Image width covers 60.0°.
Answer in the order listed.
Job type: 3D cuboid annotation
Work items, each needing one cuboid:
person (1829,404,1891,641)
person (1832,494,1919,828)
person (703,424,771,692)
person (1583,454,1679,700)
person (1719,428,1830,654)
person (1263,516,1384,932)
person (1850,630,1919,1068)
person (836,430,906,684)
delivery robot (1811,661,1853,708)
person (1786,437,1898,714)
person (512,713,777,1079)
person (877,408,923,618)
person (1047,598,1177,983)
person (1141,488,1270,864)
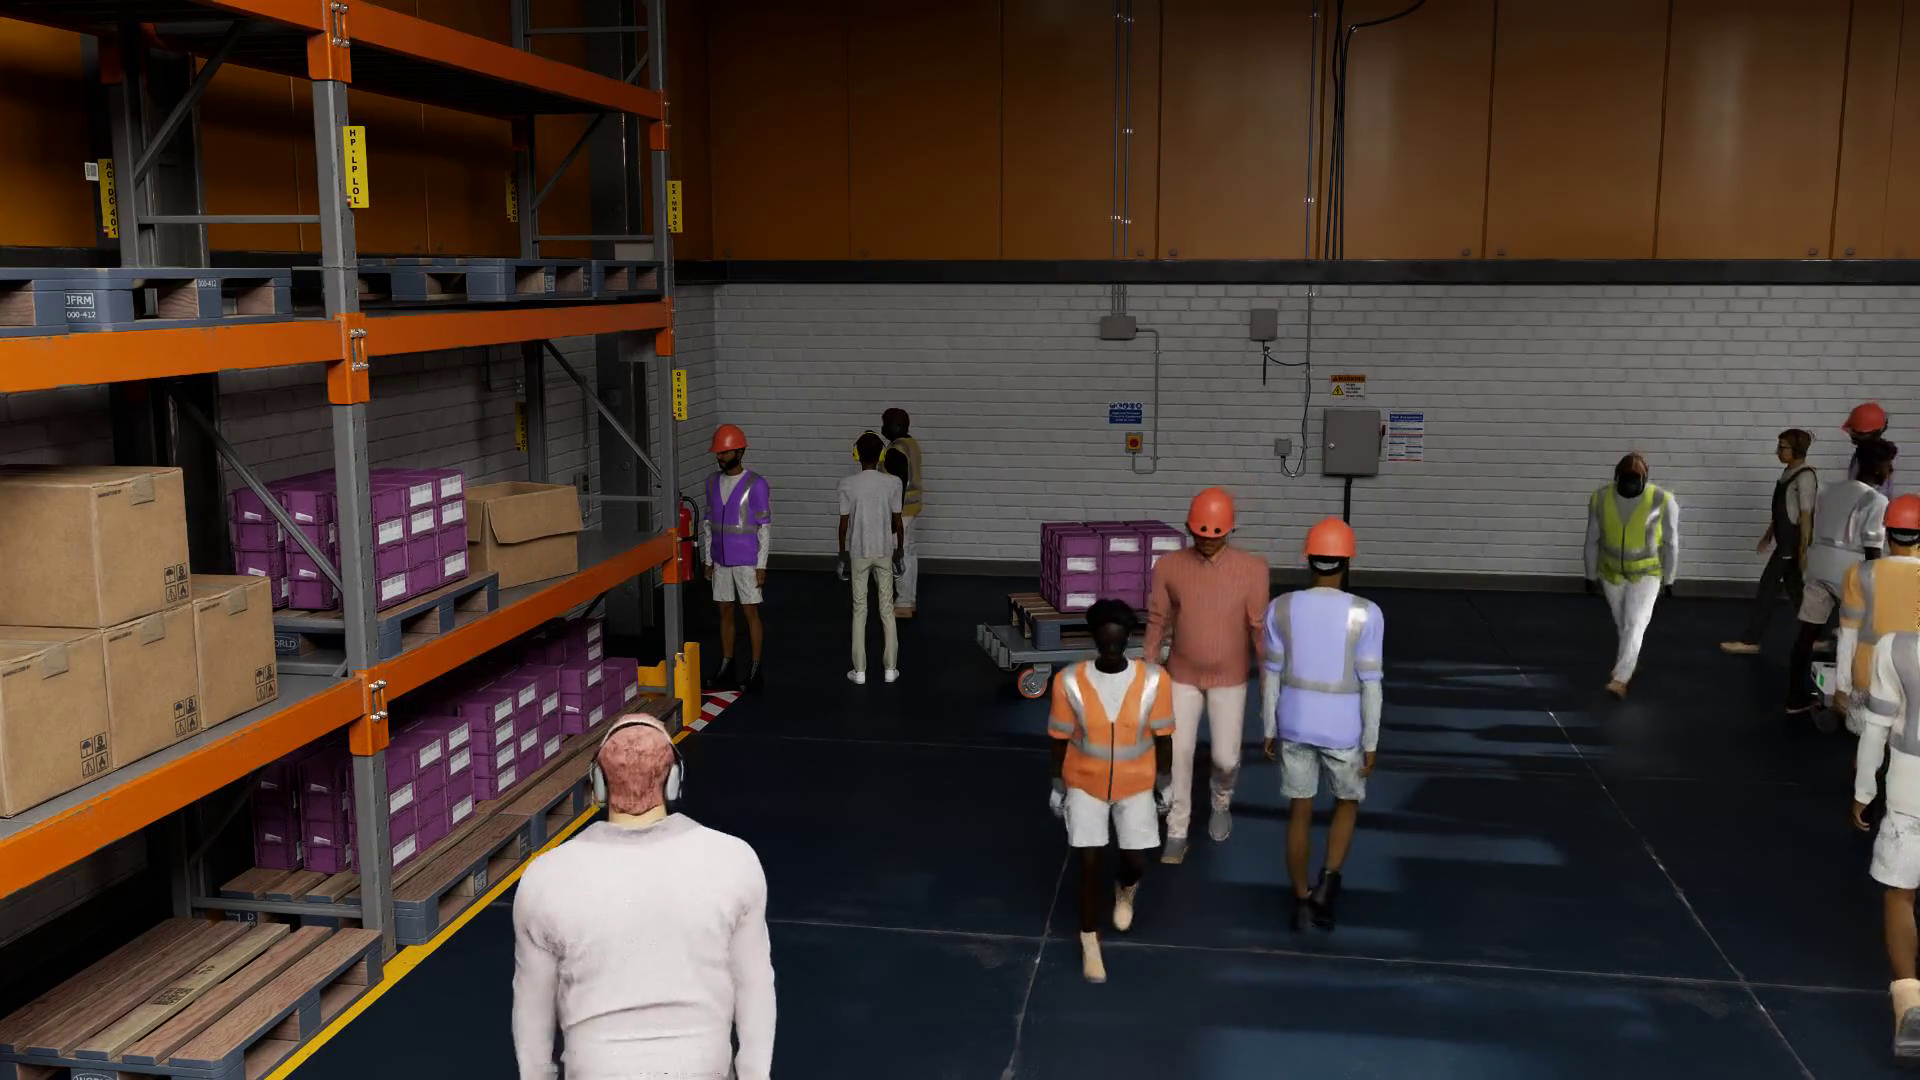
[{"bbox_3d":[7.268,-0.117,13.399,0.486,1.984,0.698,3,10,18],"label":"person"},{"bbox_3d":[4.872,0.704,8.659,0.572,1.882,1.011,5,10,26],"label":"person"},{"bbox_3d":[-1.635,0.132,12.002,0.553,1.935,0.362,5,11,29],"label":"person"},{"bbox_3d":[4.821,0.240,12.002,0.640,1.742,1.120,8,12,40],"label":"person"},{"bbox_3d":[6.510,0.017,13.110,0.827,1.815,0.541,3,10,16],"label":"person"},{"bbox_3d":[1.636,0.857,7.570,0.560,1.921,0.549,4,10,24],"label":"person"},{"bbox_3d":[3.767,1.010,6.357,0.622,2.019,0.830,5,10,26],"label":"person"},{"bbox_3d":[-0.653,0.126,12.233,0.510,1.877,0.328,-2,9,-10],"label":"person"},{"bbox_3d":[5.998,0.948,10.930,0.707,0.478,0.477,3,10,19],"label":"delivery robot"},{"bbox_3d":[6.019,0.264,11.270,0.669,1.921,0.609,-3,10,-15],"label":"person"},{"bbox_3d":[-0.846,1.378,4.449,0.671,1.887,0.659,-2,9,-14],"label":"person"},{"bbox_3d":[-0.547,-0.240,14.587,0.430,1.843,0.626,2,9,10],"label":"person"},{"bbox_3d":[0.650,1.037,7.212,0.560,1.673,0.540,0,9,3],"label":"person"},{"bbox_3d":[1.260,0.693,8.470,0.708,1.958,0.561,3,10,18],"label":"person"}]
